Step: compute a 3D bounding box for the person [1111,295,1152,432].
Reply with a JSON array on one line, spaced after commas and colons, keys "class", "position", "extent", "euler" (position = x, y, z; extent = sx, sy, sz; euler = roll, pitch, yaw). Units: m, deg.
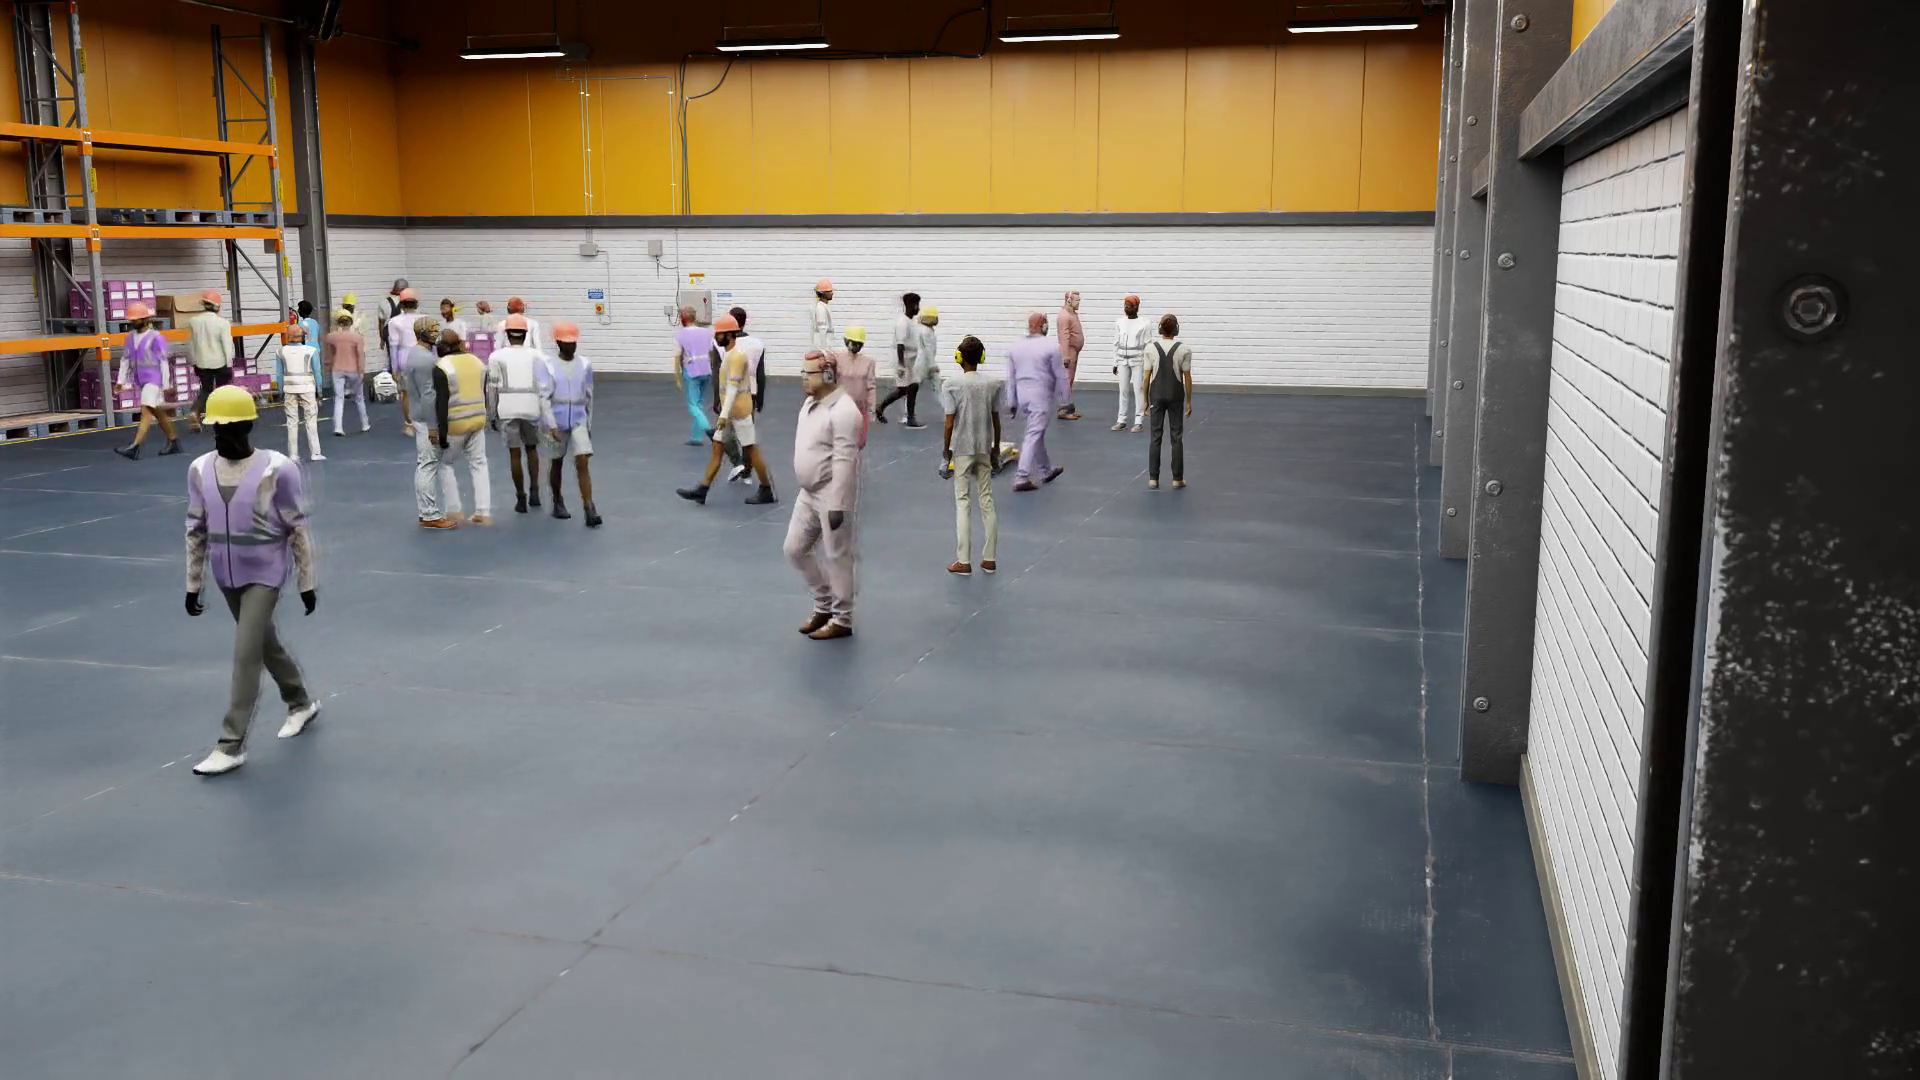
[{"class": "person", "position": [2.364, -2.427, 22.935], "extent": [0.572, 1.886, 0.355], "euler": [7, 12, 34]}]

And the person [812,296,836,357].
[{"class": "person", "position": [-2.347, -3.491, 29.110], "extent": [0.739, 1.836, 0.509], "euler": [4, 11, 23]}]

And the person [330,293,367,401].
[{"class": "person", "position": [-10.131, -3.202, 27.595], "extent": [0.616, 1.787, 0.641], "euler": [-2, 10, -10]}]

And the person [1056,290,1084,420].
[{"class": "person", "position": [1.643, -2.742, 24.663], "extent": [0.402, 1.904, 0.652], "euler": [2, 10, 13]}]

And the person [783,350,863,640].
[{"class": "person", "position": [-0.900, -0.281, 10.748], "extent": [0.465, 1.888, 0.677], "euler": [-6, 12, -32]}]

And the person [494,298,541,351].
[{"class": "person", "position": [-6.117, -2.398, 22.875], "extent": [0.603, 1.843, 0.913], "euler": [-7, 12, -36]}]

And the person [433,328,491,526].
[{"class": "person", "position": [-4.598, -1.024, 15.186], "extent": [0.611, 1.815, 0.674], "euler": [6, 12, 32]}]

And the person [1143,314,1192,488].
[{"class": "person", "position": [2.191, -1.464, 17.590], "extent": [0.519, 1.844, 0.331], "euler": [2, 10, 12]}]

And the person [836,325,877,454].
[{"class": "person", "position": [-1.186, -1.410, 17.574], "extent": [0.538, 1.738, 0.658], "euler": [-5, 11, -25]}]

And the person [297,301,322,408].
[{"class": "person", "position": [-10.359, -2.951, 26.432], "extent": [0.318, 1.697, 0.535], "euler": [1, 10, 3]}]

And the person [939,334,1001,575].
[{"class": "person", "position": [0.079, -0.653, 12.965], "extent": [0.513, 1.861, 0.329], "euler": [-4, 11, -23]}]

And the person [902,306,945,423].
[{"class": "person", "position": [-0.417, -2.509, 23.949], "extent": [0.938, 1.688, 0.502], "euler": [3, 10, 14]}]

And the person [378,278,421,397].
[{"class": "person", "position": [-9.508, -3.471, 28.404], "extent": [0.689, 2.000, 0.804], "euler": [0, 10, -1]}]

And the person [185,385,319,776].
[{"class": "person", "position": [-3.552, 0.159, 8.318], "extent": [0.609, 1.884, 1.003], "euler": [3, 10, 14]}]

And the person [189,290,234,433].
[{"class": "person", "position": [-10.107, -2.376, 22.398], "extent": [0.629, 1.971, 0.671], "euler": [1, 10, 7]}]

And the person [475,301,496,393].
[{"class": "person", "position": [-8.142, -3.371, 29.033], "extent": [0.702, 1.610, 0.564], "euler": [-1, 10, -8]}]

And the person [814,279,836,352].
[{"class": "person", "position": [-2.090, -3.016, 25.809], "extent": [0.364, 2.048, 0.611], "euler": [-1, 10, -6]}]

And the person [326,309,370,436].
[{"class": "person", "position": [-8.349, -2.277, 22.609], "extent": [0.518, 1.715, 0.912], "euler": [-1, 10, -6]}]

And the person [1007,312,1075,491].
[{"class": "person", "position": [0.866, -1.468, 17.607], "extent": [0.662, 1.854, 1.004], "euler": [10, 14, 44]}]

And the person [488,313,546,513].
[{"class": "person", "position": [-4.282, -1.233, 16.129], "extent": [0.547, 1.907, 0.678], "euler": [-4, 11, -23]}]

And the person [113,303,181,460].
[{"class": "person", "position": [-9.843, -1.909, 20.029], "extent": [0.544, 1.868, 1.023], "euler": [5, 11, 24]}]

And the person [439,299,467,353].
[{"class": "person", "position": [-7.114, -2.469, 23.360], "extent": [0.503, 1.823, 0.963], "euler": [3, 11, 18]}]

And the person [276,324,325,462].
[{"class": "person", "position": [-7.839, -1.743, 19.761], "extent": [0.523, 1.636, 0.311], "euler": [-1, 10, -4]}]

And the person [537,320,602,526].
[{"class": "person", "position": [-3.618, -1.081, 15.333], "extent": [0.544, 1.878, 0.989], "euler": [-5, 11, -28]}]

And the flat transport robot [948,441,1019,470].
[{"class": "flat transport robot", "position": [0.245, -0.992, 19.374], "extent": [0.652, 0.197, 1.431], "euler": [2, 10, 12]}]

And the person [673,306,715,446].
[{"class": "person", "position": [-3.310, -2.060, 21.077], "extent": [0.730, 1.814, 0.591], "euler": [9, 14, 43]}]

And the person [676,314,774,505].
[{"class": "person", "position": [-2.286, -1.265, 16.341], "extent": [0.981, 1.883, 0.571], "euler": [-4, 11, -20]}]

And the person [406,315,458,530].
[{"class": "person", "position": [-4.787, -1.056, 15.019], "extent": [0.365, 1.939, 0.636], "euler": [-4, 11, -22]}]

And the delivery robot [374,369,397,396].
[{"class": "delivery robot", "position": [-9.388, -2.556, 27.161], "extent": [0.477, 0.478, 0.707], "euler": [-4, 11, -21]}]

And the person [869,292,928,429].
[{"class": "person", "position": [-0.854, -2.496, 23.190], "extent": [0.714, 1.934, 0.648], "euler": [2, 10, 9]}]

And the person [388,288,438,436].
[{"class": "person", "position": [-7.262, -2.353, 22.200], "extent": [0.644, 2.005, 0.850], "euler": [-6, 12, -30]}]

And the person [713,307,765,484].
[{"class": "person", "position": [-2.377, -1.549, 17.915], "extent": [0.615, 1.901, 0.449], "euler": [-6, 11, -29]}]
